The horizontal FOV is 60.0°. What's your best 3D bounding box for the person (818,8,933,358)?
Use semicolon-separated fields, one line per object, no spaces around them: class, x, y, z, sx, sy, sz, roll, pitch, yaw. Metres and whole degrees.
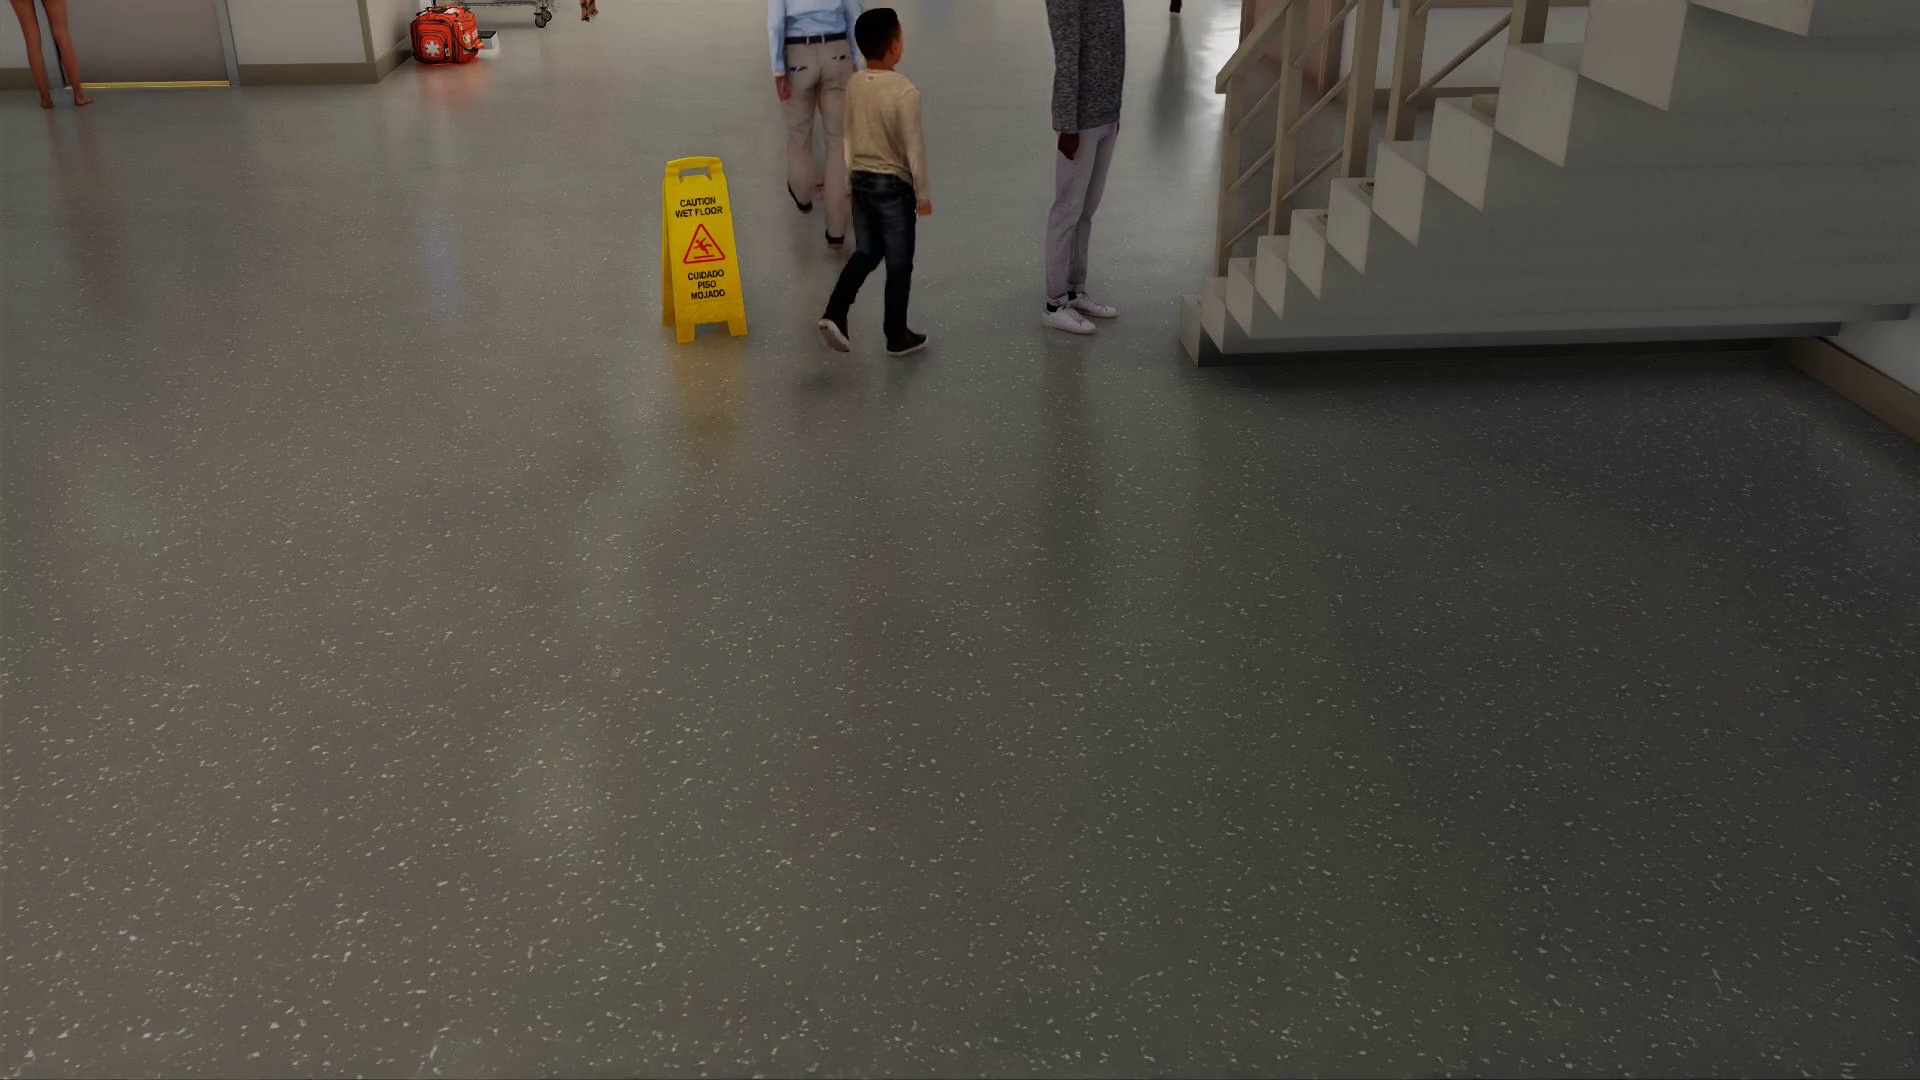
person;-0.363;-1.433;6.899;0.801;1.452;0.868;19;31;34

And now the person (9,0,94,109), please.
person;-6.610;-3.989;11.840;0.626;1.766;0.609;-9;27;-18

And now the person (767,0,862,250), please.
person;-0.714;-2.374;8.455;0.726;1.797;1.195;-4;26;-8

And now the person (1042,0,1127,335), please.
person;0.543;-1.860;7.343;0.827;1.837;0.700;13;29;25
